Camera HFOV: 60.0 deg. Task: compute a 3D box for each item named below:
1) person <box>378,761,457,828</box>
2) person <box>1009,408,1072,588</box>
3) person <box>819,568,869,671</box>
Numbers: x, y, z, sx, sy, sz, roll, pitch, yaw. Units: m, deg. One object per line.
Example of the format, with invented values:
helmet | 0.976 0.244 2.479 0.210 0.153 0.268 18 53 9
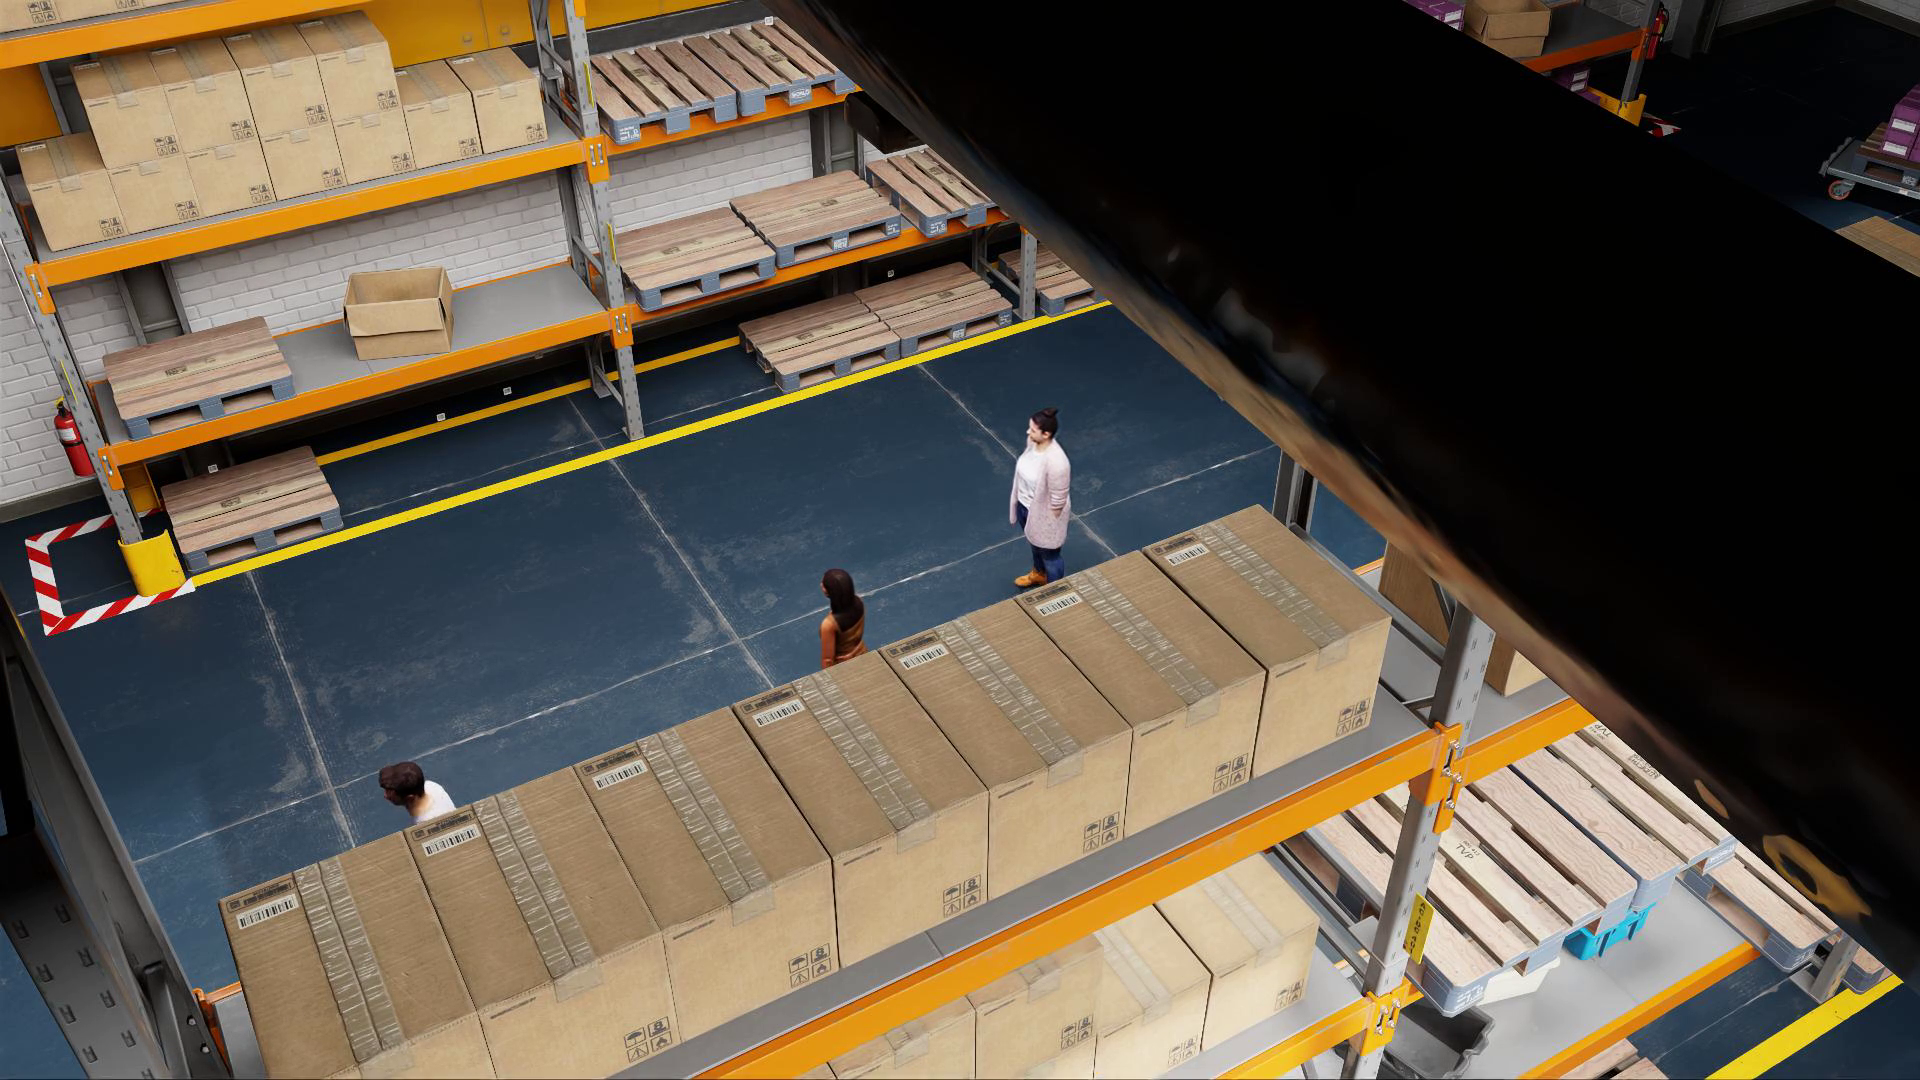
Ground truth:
person | -2.752 1.905 9.514 1.402 1.800 0.887 -10 40 -12
person | 0.623 -0.251 12.260 0.669 1.742 0.723 -13 41 -16
person | -0.745 0.856 10.922 0.699 1.683 0.595 20 43 23
